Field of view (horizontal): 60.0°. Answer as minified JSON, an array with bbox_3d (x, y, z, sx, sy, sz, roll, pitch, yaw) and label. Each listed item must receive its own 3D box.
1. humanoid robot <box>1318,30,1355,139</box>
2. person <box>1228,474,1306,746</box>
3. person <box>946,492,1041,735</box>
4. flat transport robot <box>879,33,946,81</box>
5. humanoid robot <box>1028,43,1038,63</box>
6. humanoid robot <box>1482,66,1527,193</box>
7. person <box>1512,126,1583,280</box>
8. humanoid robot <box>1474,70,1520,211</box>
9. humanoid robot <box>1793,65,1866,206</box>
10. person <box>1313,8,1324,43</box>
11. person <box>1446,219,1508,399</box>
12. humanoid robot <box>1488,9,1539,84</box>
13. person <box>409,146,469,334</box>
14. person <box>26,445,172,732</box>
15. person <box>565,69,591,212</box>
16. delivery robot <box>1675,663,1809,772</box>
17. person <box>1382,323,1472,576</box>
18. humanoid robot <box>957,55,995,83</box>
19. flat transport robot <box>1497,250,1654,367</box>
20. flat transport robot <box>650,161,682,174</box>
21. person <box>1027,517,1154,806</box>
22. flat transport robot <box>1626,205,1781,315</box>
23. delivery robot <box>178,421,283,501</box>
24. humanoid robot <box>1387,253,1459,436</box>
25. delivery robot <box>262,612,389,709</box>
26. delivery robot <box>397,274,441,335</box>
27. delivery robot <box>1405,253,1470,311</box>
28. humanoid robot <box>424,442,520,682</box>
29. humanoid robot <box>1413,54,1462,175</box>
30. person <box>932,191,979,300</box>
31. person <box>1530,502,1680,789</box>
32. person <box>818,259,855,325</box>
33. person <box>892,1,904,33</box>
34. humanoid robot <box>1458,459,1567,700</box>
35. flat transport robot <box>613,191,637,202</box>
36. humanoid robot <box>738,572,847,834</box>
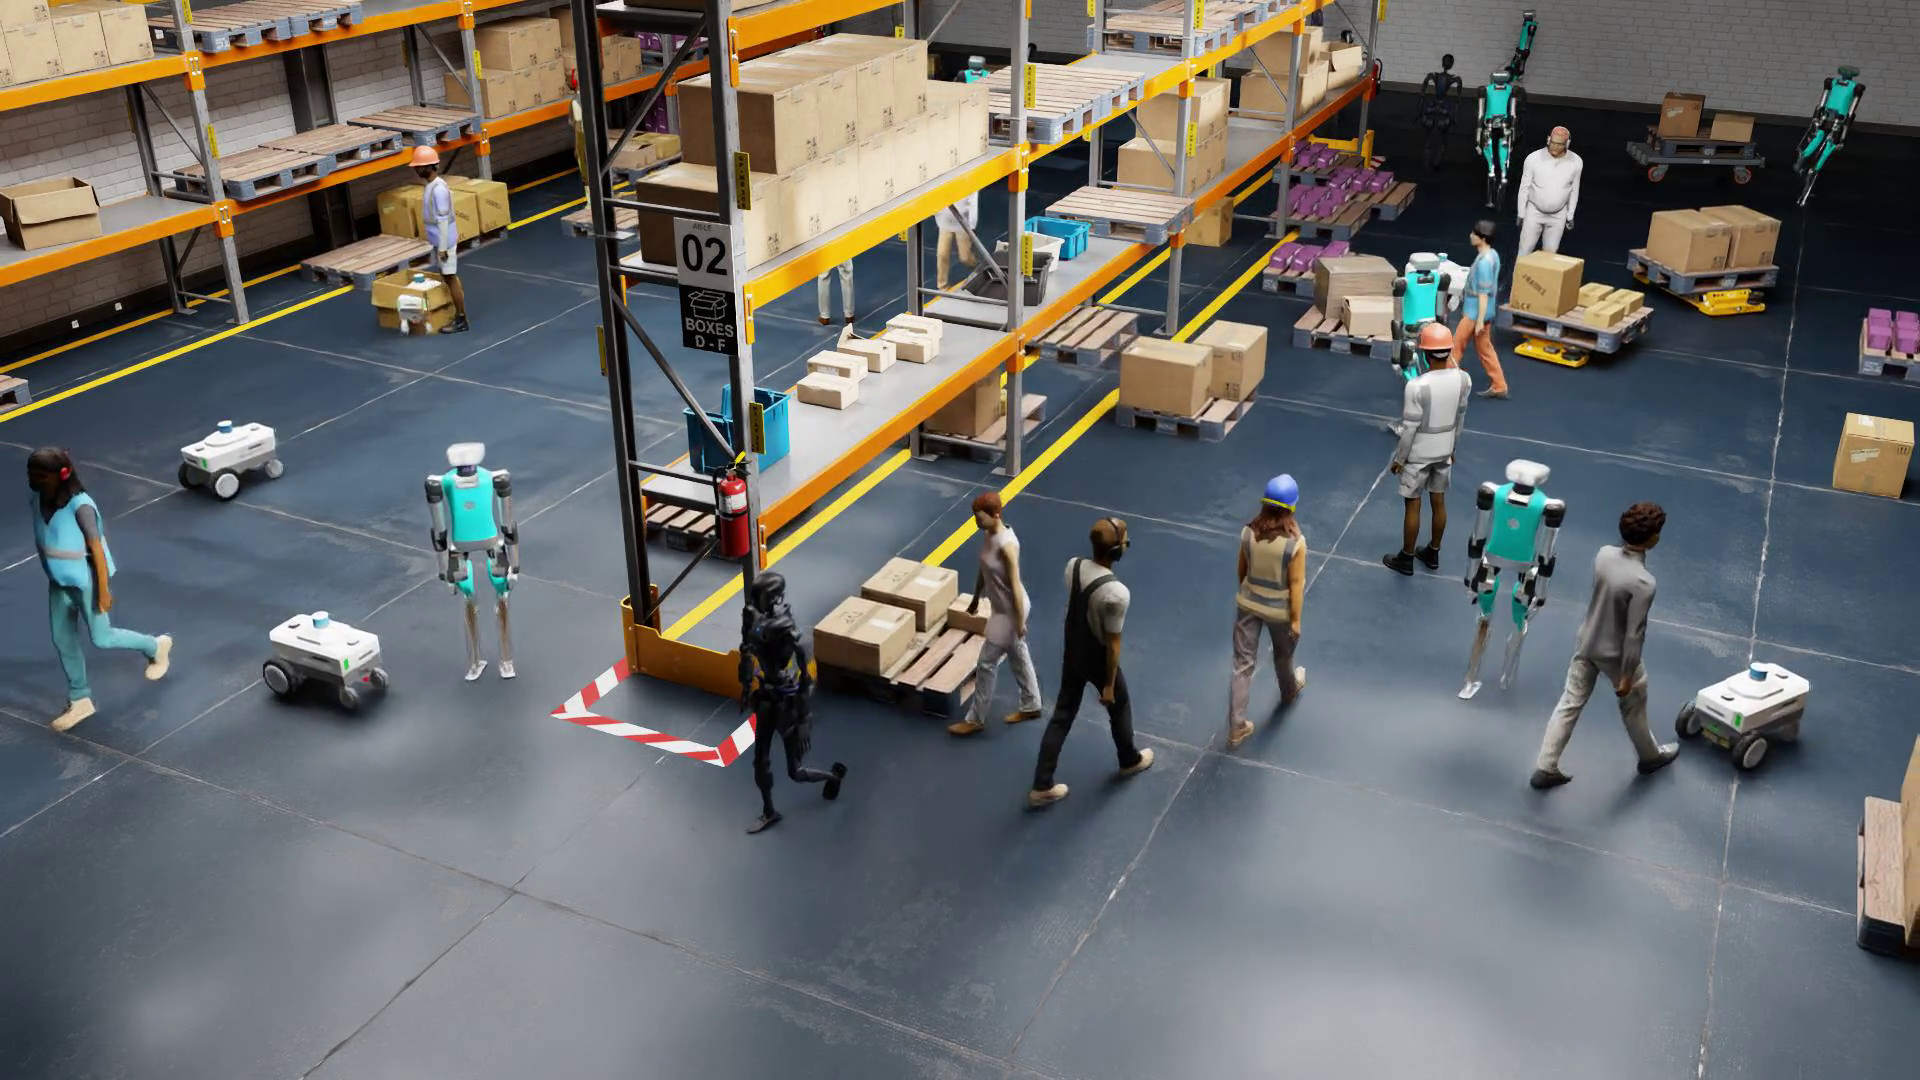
[{"bbox_3d":[5.646,-6.822,24.973,0.518,1.634,0.601,16,30,29],"label":"humanoid robot"},{"bbox_3d":[1.955,0.381,10.354,0.478,1.732,0.900,14,30,26],"label":"person"},{"bbox_3d":[0.193,0.459,10.308,0.752,1.615,0.454,-7,27,-14],"label":"person"},{"bbox_3d":[-0.934,-7.741,28.415,0.659,0.231,1.431,5,27,10],"label":"flat transport robot"},{"bbox_3d":[1.040,-6.293,23.907,0.420,1.650,0.597,-18,31,-31],"label":"humanoid robot"},{"bbox_3d":[7.352,-5.511,22.366,0.585,1.626,0.678,0,26,0],"label":"humanoid robot"},{"bbox_3d":[6.378,-3.541,18.096,0.636,1.902,0.409,3,27,6],"label":"person"},{"bbox_3d":[6.916,-5.039,21.391,0.534,1.850,0.826,1,26,1],"label":"humanoid robot"},{"bbox_3d":[11.239,-5.223,21.779,0.862,1.865,0.548,-16,31,-30],"label":"humanoid robot"},{"bbox_3d":[5.754,-8.174,27.440,0.751,1.903,0.550,14,30,26],"label":"person"},{"bbox_3d":[4.792,-2.128,15.449,0.871,1.724,0.502,11,28,21],"label":"person"},{"bbox_3d":[8.565,-7.419,25.999,0.731,1.694,0.533,3,27,7],"label":"humanoid robot"},{"bbox_3d":[-5.380,-3.103,17.183,0.376,1.933,0.542,-12,29,-23],"label":"person"},{"bbox_3d":[-5.550,0.250,10.508,0.544,1.837,0.806,11,28,21],"label":"person"},{"bbox_3d":[-4.795,-5.097,21.310,0.376,1.836,0.559,1,26,2],"label":"person"},{"bbox_3d":[4.893,1.059,10.338,0.811,0.613,0.499,-14,30,-27],"label":"delivery robot"},{"bbox_3d":[3.425,-0.660,12.243,0.542,1.928,0.370,-10,28,-19],"label":"person"},{"bbox_3d":[0.190,-5.539,22.376,0.531,1.786,1.035,2,26,5],"label":"humanoid robot"},{"bbox_3d":[6.294,-2.089,16.998,0.659,0.231,1.431,22,34,37],"label":"flat transport robot"},{"bbox_3d":[-3.658,-5.072,23.024,0.659,0.231,1.431,15,30,27],"label":"flat transport robot"},{"bbox_3d":[0.772,0.700,9.646,0.932,1.800,0.498,-22,34,-38],"label":"person"},{"bbox_3d":[8.189,-2.811,18.457,0.659,0.231,1.431,-6,27,-12],"label":"flat transport robot"},{"bbox_3d":[-6.082,-0.689,13.853,0.499,0.600,0.801,17,31,30],"label":"delivery robot"},{"bbox_3d":[4.029,-1.526,14.251,0.547,1.749,1.033,-7,27,-15],"label":"humanoid robot"},{"bbox_3d":[-4.174,0.756,10.941,0.807,0.606,0.499,12,29,23],"label":"delivery robot"},{"bbox_3d":[-5.657,-2.505,17.529,0.499,0.606,0.807,0,26,0],"label":"delivery robot"},{"bbox_3d":[5.223,-2.838,18.179,0.736,0.586,0.524,14,30,27],"label":"delivery robot"},{"bbox_3d":[-3.143,0.095,10.879,0.536,1.732,0.728,-6,27,-13],"label":"humanoid robot"},{"bbox_3d":[6.618,-5.905,23.122,0.614,1.649,0.387,10,28,19],"label":"humanoid robot"},{"bbox_3d":[-0.038,-3.470,18.133,0.563,1.722,0.664,13,29,25],"label":"person"},{"bbox_3d":[3.877,0.613,9.770,0.981,1.843,0.547,-12,29,-23],"label":"person"},{"bbox_3d":[-1.335,-3.157,17.347,0.553,1.877,0.403,-4,27,-8],"label":"person"},{"bbox_3d":[-1.050,-9.386,29.995,0.365,1.825,0.511,0,26,-1],"label":"person"},{"bbox_3d":[3.557,0.274,10.673,0.553,1.872,0.782,15,30,28],"label":"humanoid robot"},{"bbox_3d":[-3.950,-4.274,21.411,0.659,0.231,1.431,-19,32,-33],"label":"flat transport robot"},{"bbox_3d":[-0.981,0.875,9.444,0.611,1.626,0.642,23,34,38],"label":"humanoid robot"}]
